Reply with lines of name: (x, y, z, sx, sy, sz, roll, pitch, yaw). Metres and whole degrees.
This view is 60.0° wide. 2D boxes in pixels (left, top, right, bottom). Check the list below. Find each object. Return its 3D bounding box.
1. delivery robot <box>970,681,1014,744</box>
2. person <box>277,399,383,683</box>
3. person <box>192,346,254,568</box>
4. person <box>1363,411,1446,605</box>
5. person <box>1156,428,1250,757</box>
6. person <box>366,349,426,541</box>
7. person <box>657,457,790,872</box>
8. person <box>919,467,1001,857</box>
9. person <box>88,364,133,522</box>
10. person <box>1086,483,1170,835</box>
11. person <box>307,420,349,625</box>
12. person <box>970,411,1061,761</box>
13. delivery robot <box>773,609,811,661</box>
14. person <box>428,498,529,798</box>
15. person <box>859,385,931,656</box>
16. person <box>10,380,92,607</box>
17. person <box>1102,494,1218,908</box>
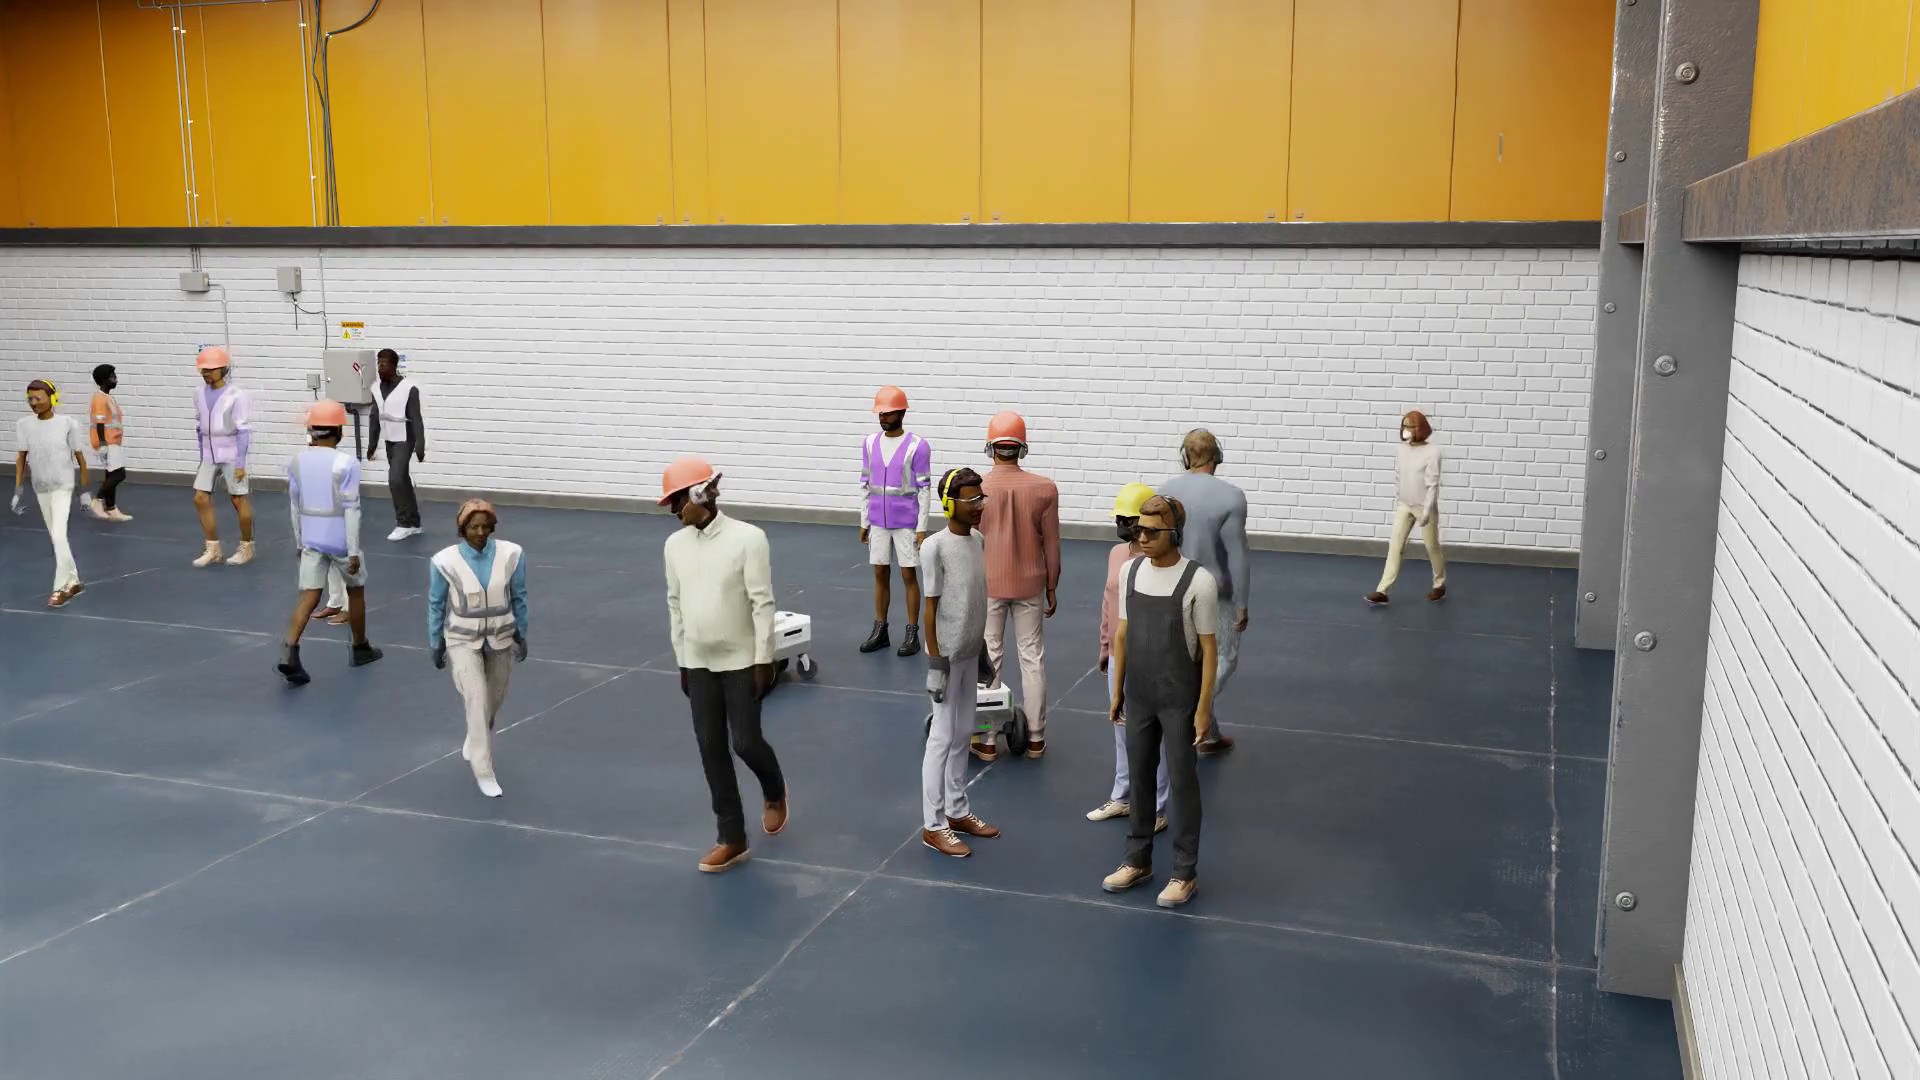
delivery robot: (0.070, 0.895, 9.698, 0.477, 0.478, 0.707, -2, 10, -14)
person: (-4.310, 0.001, 11.245, 0.557, 1.898, 0.968, 2, 10, 11)
person: (-6.708, -0.733, 15.027, 0.647, 2.014, 0.736, 3, 11, 18)
person: (3.692, -0.253, 13.507, 0.860, 1.583, 0.516, -7, 12, -34)
person: (1.326, 0.331, 9.382, 0.668, 1.900, 0.620, 9, 14, 42)
person: (-5.651, -0.950, 16.564, 0.592, 1.896, 0.710, 7, 12, 33)
person: (-1.139, 0.567, 7.913, 0.646, 1.935, 0.620, 4, 11, 21)
person: (0.005, 0.574, 8.065, 0.328, 1.874, 0.521, 6, 12, 30)
person: (-8.935, -1.008, 17.468, 0.360, 1.684, 0.552, -3, 11, -18)
person: (0.868, 0.591, 8.266, 0.308, 1.769, 0.525, -6, 12, -32)
person: (-4.889, -0.165, 12.893, 0.265, 1.632, 0.509, -9, 14, -43)
person: (0.268, 0.264, 9.458, 0.611, 1.996, 0.378, -1, 10, -8)
delivery robot: (-1.318, 0.647, 11.095, 0.477, 0.478, 0.707, 7, 12, 34)
person: (-2.637, 0.533, 9.061, 0.526, 1.596, 0.768, -6, 12, -30)
person: (-0.480, -0.137, 11.884, 0.551, 1.937, 0.357, 5, 11, 24)
person: (-7.430, -0.376, 13.510, 0.505, 1.836, 0.848, 0, 10, 2)
person: (0.894, 0.706, 7.396, 0.515, 1.843, 0.327, 8, 13, 39)
